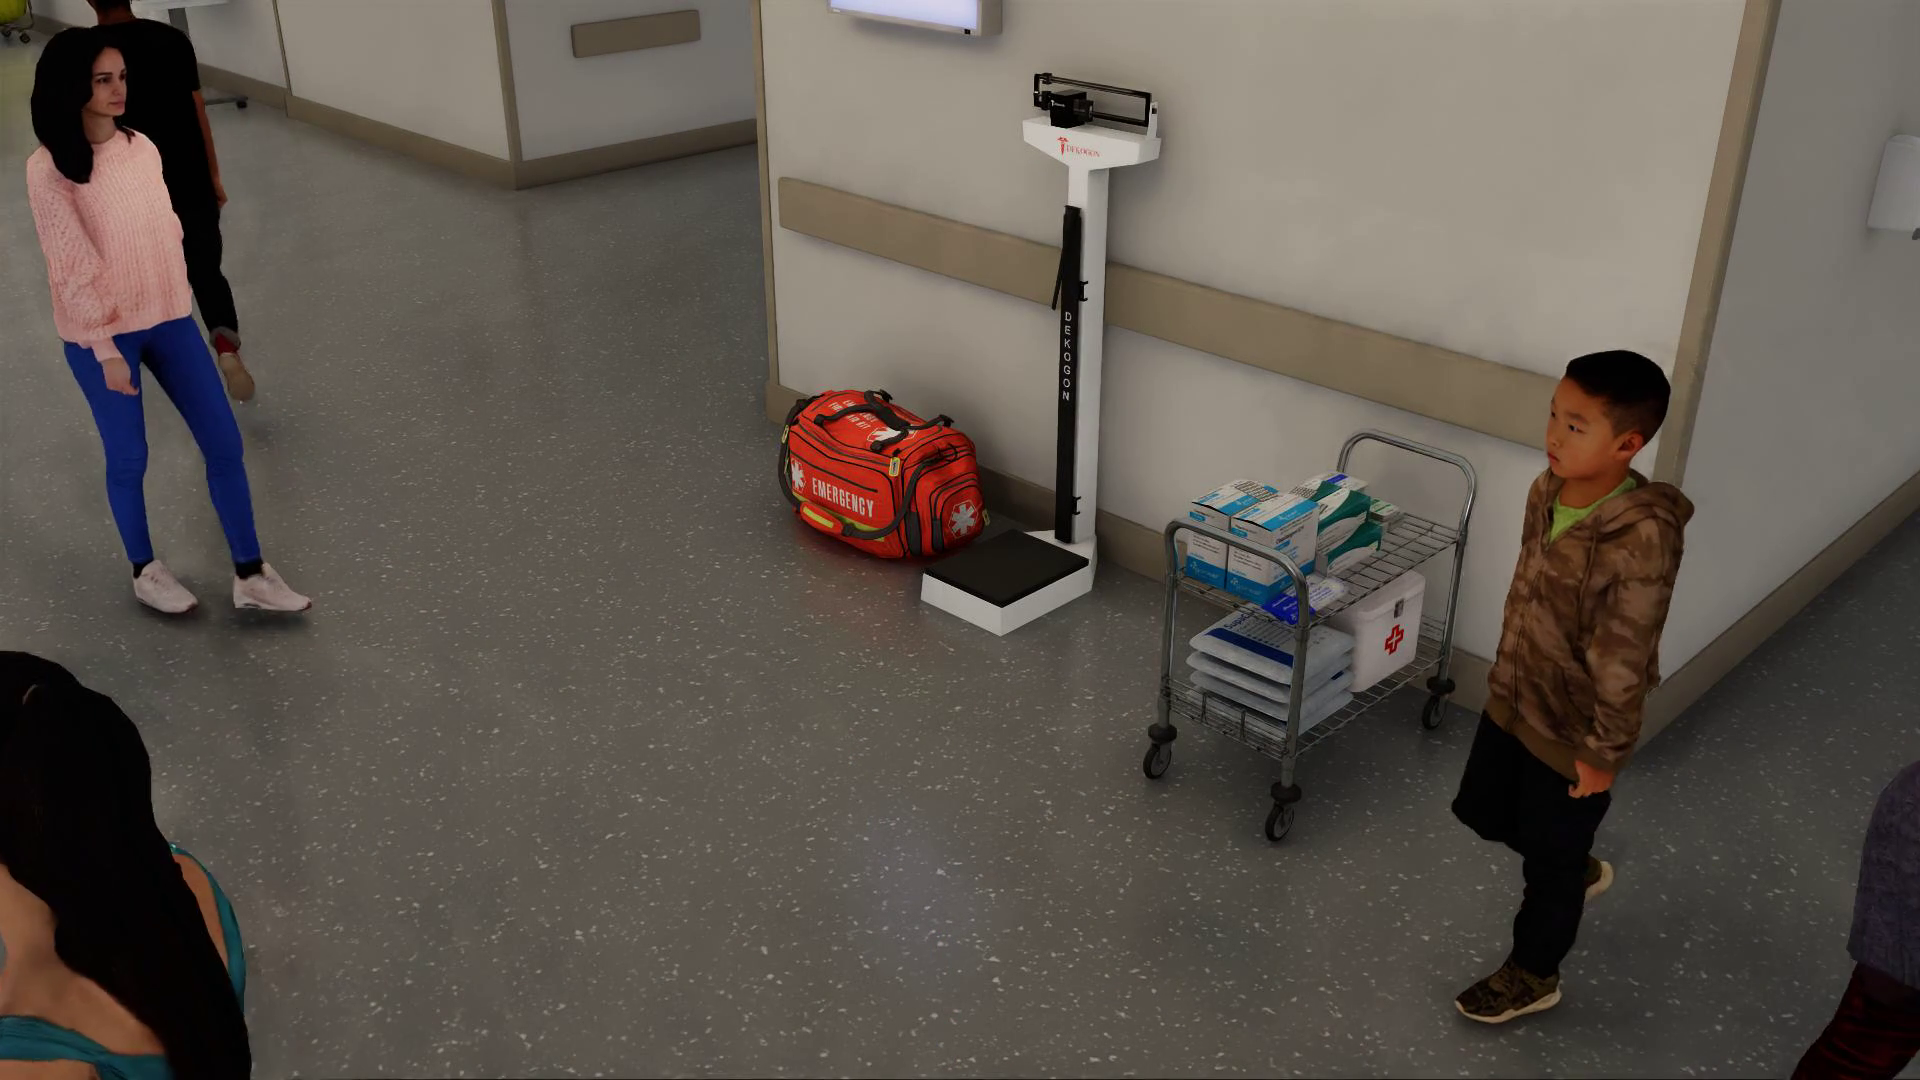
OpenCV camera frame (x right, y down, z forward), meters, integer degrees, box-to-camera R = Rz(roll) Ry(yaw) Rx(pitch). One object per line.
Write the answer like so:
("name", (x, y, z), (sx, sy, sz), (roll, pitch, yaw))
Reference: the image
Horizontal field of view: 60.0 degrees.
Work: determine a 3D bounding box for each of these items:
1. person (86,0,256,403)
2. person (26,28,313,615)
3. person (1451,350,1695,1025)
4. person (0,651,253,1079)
("person", (-3.031, -1.320, 6.350), (0.737, 1.742, 0.966), (-17, 31, -31))
("person", (-2.455, -0.576, 4.805), (0.942, 1.743, 0.779), (14, 29, 27))
("person", (1.262, 0.314, 3.305), (0.780, 1.444, 0.729), (-8, 27, -16))
("person", (-0.729, 0.890, 1.878), (1.130, 1.645, 1.033), (0, 26, -1))
